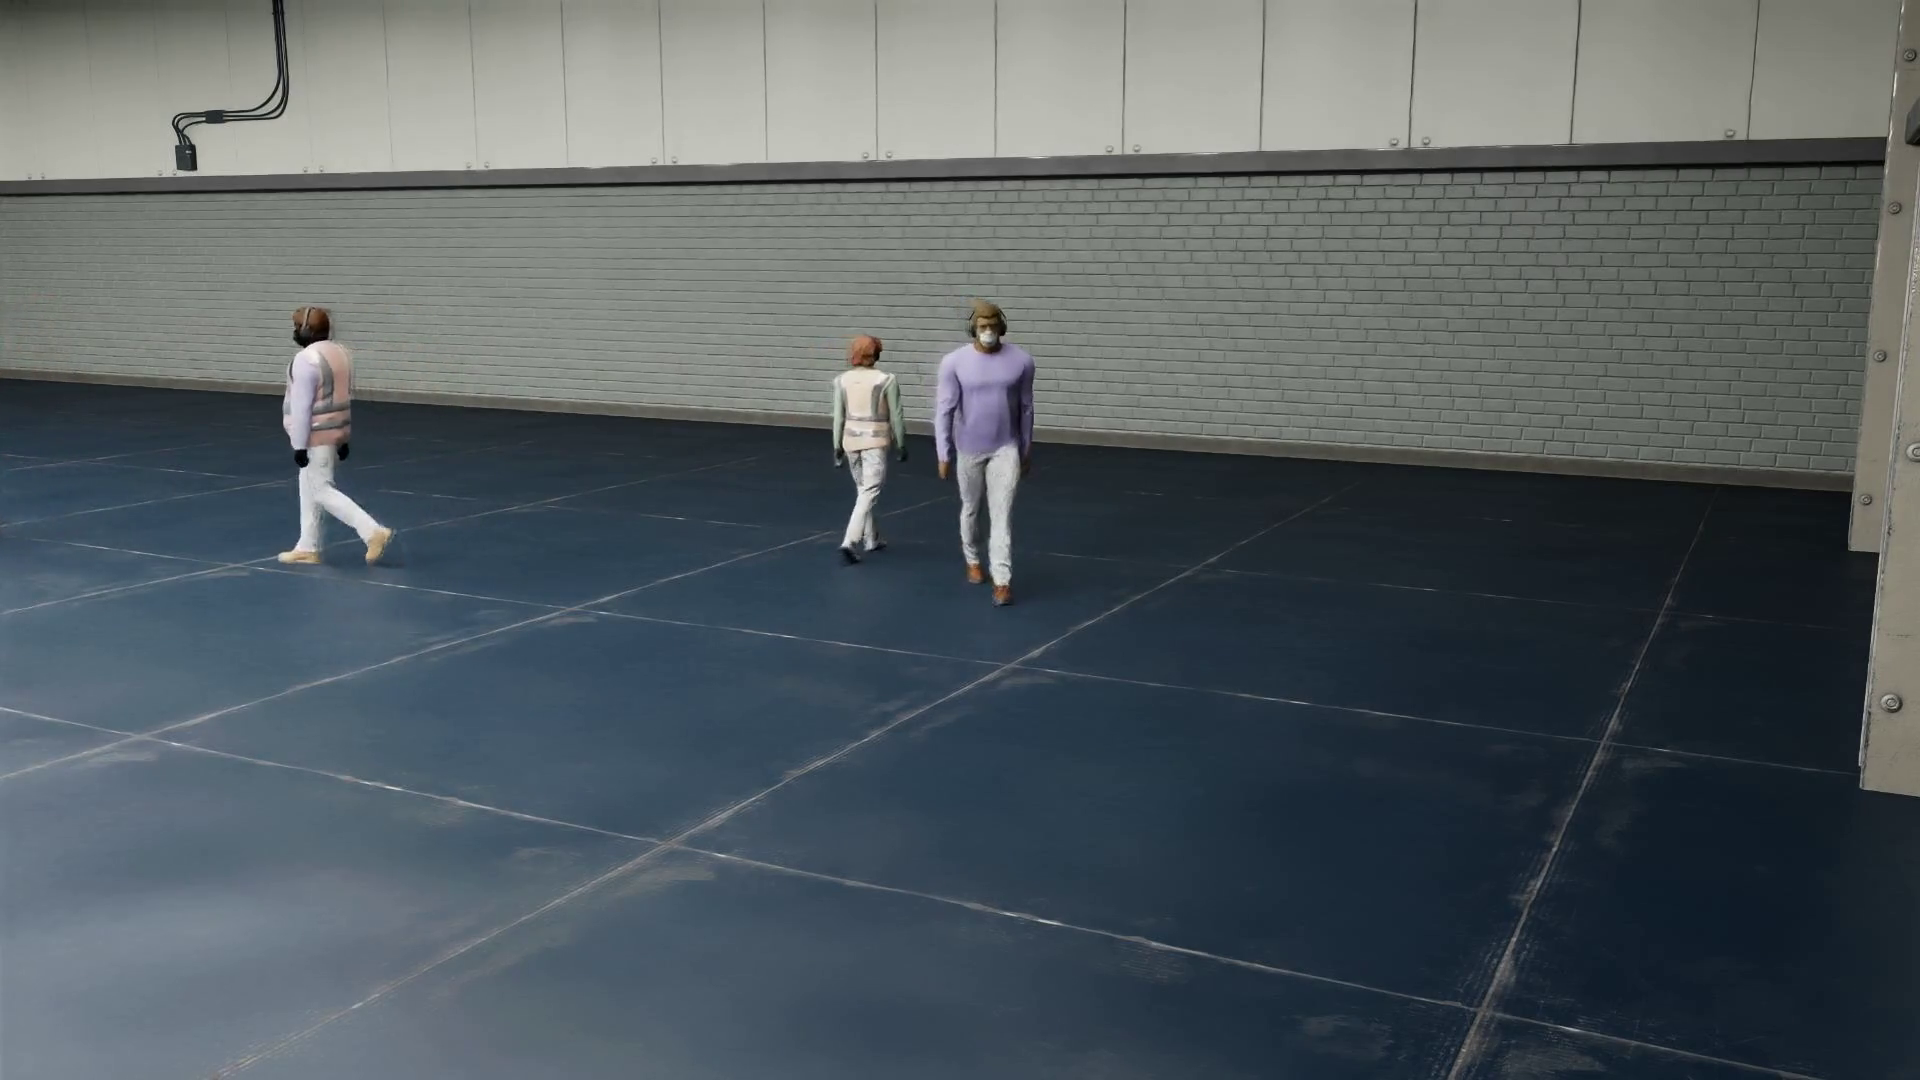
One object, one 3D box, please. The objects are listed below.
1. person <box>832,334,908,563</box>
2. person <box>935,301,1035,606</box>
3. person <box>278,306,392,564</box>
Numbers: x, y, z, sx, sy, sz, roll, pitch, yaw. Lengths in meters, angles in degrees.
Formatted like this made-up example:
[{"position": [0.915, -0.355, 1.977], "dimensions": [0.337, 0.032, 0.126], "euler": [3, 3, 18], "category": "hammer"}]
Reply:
[{"position": [-0.688, -0.658, 11.816], "dimensions": [0.516, 1.604, 0.803], "euler": [6, 12, 28], "category": "person"}, {"position": [0.159, -0.581, 10.647], "dimensions": [0.650, 1.890, 1.038], "euler": [-1, 10, -6], "category": "person"}, {"position": [-4.376, -0.708, 11.521], "dimensions": [0.817, 1.814, 0.631], "euler": [0, 10, 2], "category": "person"}]
